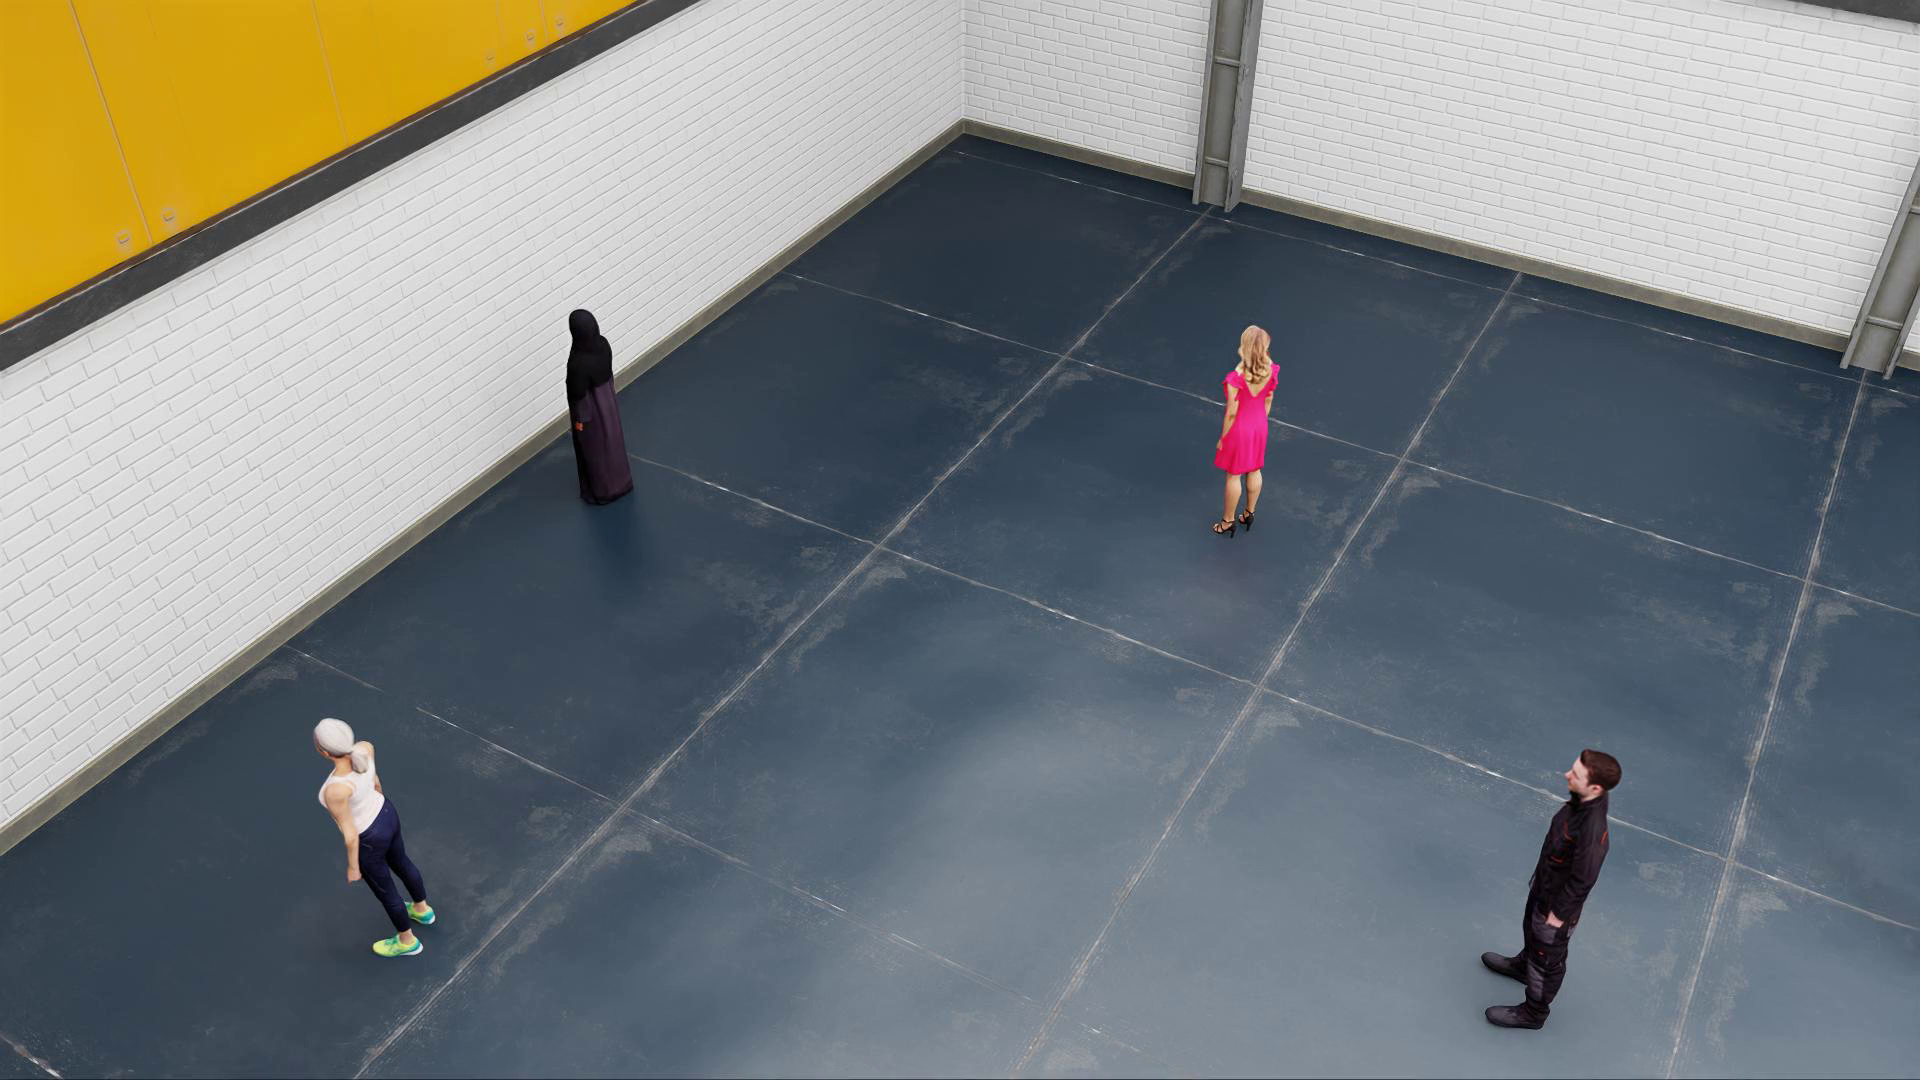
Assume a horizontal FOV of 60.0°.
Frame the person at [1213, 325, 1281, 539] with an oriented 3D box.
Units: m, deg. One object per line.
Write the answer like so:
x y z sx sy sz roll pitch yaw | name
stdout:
2.046 -0.770 11.909 0.665 1.728 0.697 -17 42 -21 | person

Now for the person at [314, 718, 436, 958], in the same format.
-3.162 1.596 8.968 0.661 1.702 0.679 5 39 6 | person

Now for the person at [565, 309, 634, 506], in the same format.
-2.706 -1.002 12.291 0.598 1.615 0.612 17 42 20 | person

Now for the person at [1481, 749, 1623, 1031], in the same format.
3.080 1.780 8.567 0.701 1.914 0.753 8 39 10 | person
